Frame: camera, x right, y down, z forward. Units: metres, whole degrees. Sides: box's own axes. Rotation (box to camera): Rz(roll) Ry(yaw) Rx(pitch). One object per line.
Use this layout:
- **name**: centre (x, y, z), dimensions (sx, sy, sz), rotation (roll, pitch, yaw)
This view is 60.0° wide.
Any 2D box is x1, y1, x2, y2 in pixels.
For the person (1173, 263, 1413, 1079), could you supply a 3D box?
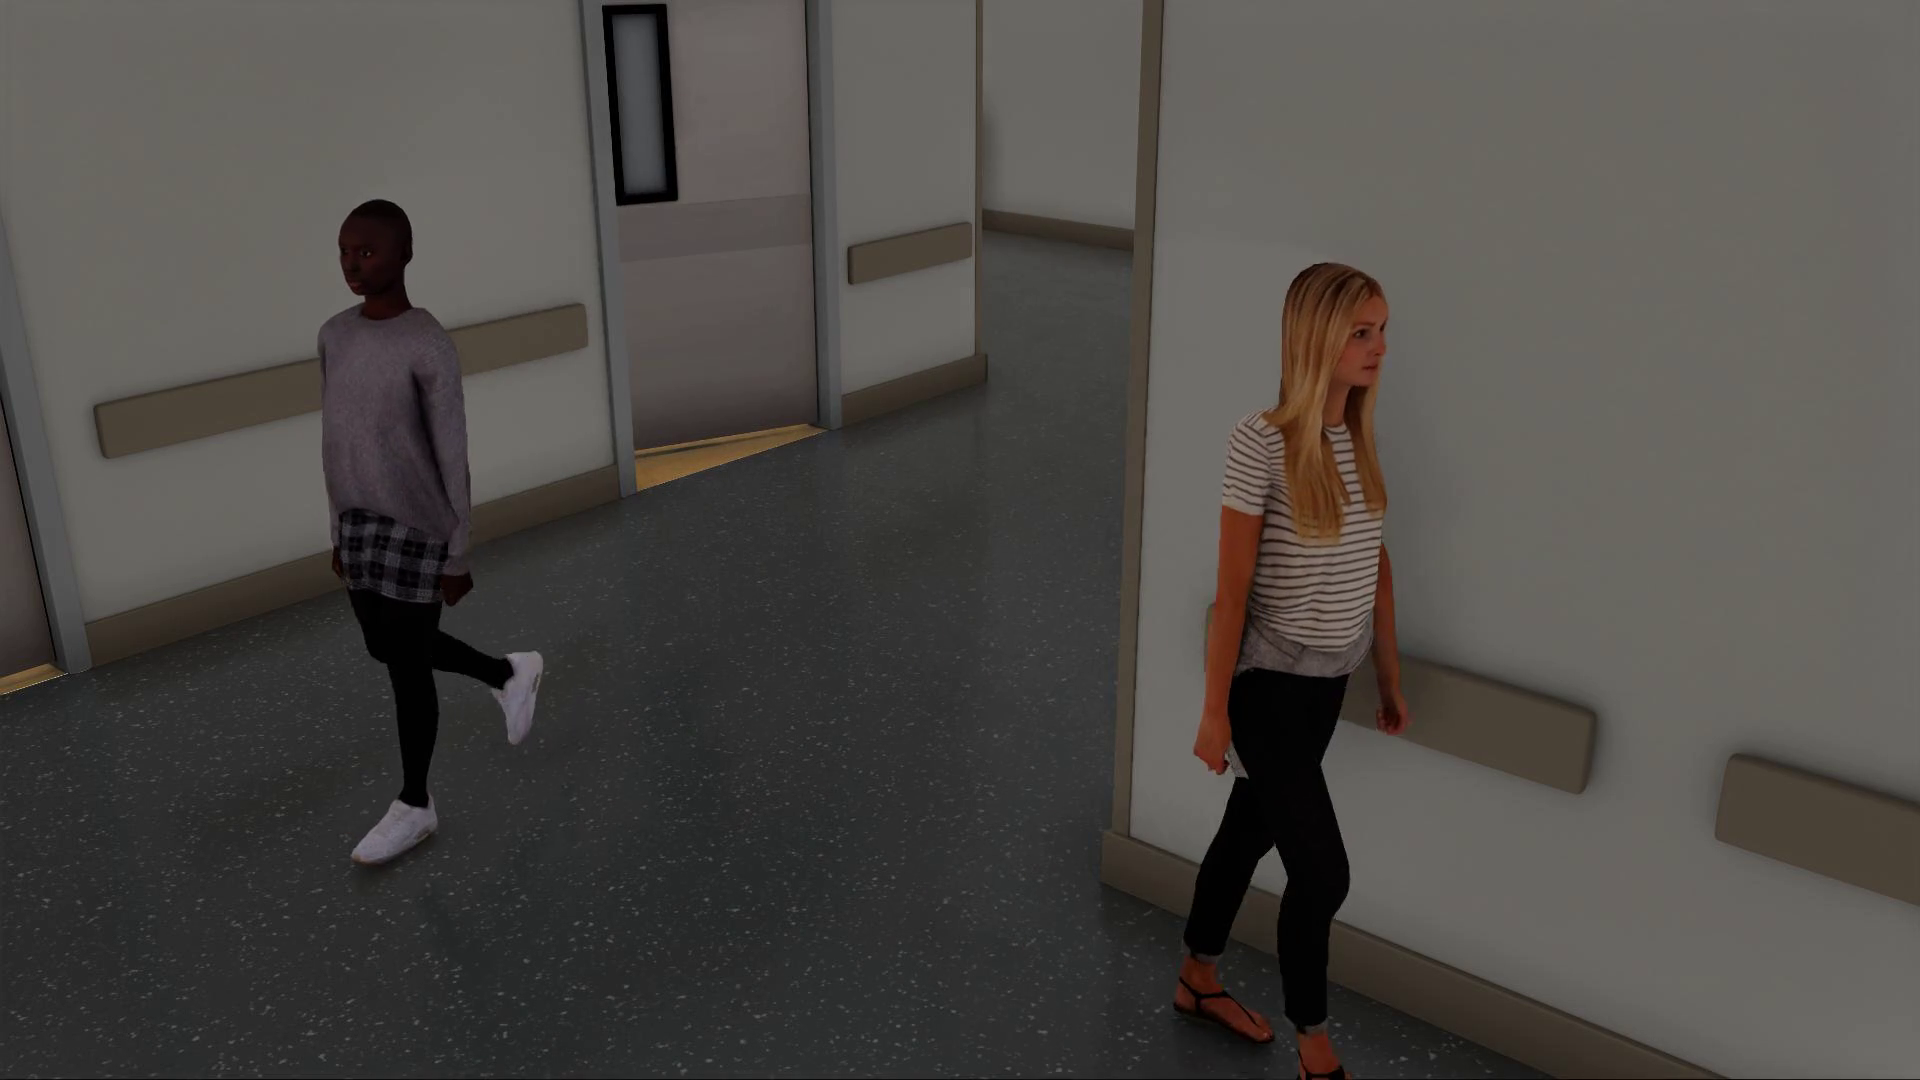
- **person**: centre (0.607, 0.306, 3.555), dimensions (0.723, 1.803, 0.791), rotation (18, 27, 39)

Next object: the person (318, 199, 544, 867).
- **person**: centre (-1.466, -0.040, 4.532), dimensions (0.745, 1.757, 1.073), rotation (11, 23, 26)
